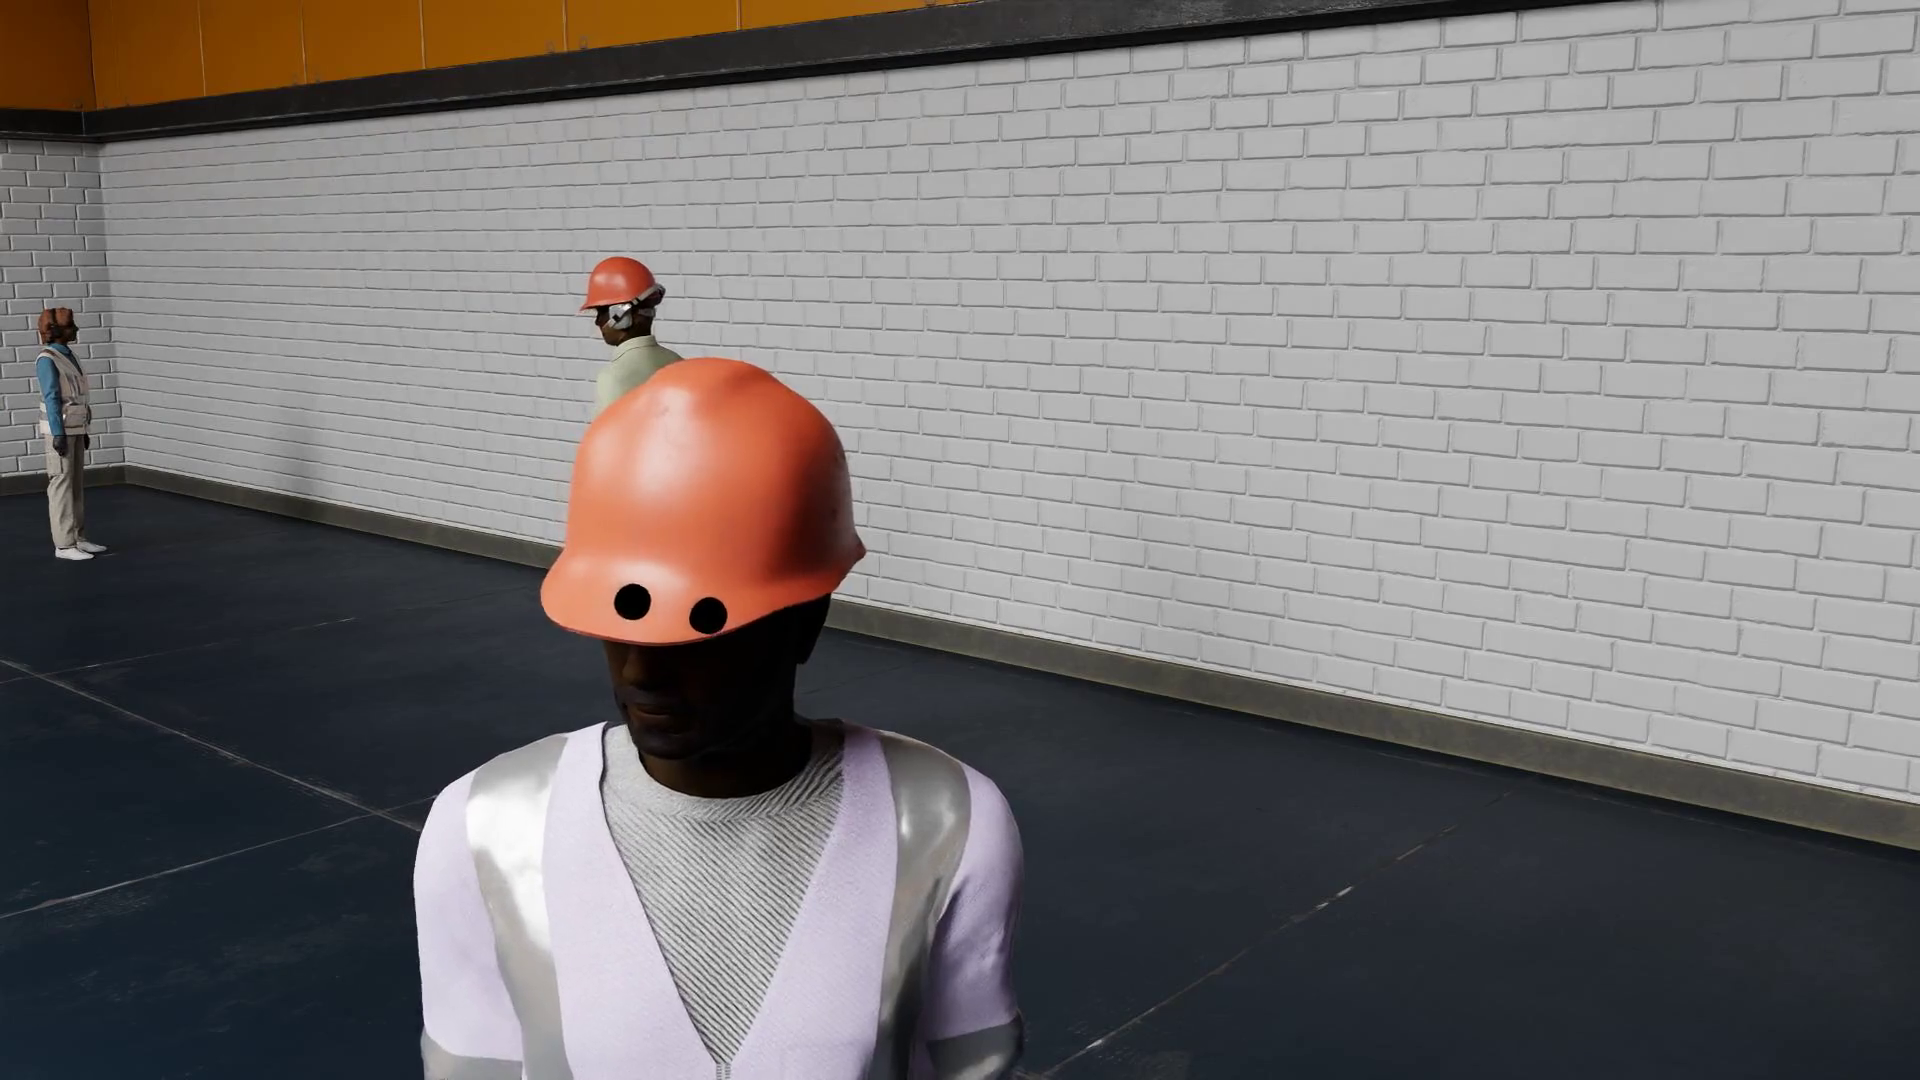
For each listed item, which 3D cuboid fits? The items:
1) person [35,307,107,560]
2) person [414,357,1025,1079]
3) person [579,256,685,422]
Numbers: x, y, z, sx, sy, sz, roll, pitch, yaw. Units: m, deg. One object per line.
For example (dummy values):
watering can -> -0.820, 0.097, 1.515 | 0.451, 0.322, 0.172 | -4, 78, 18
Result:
person -> -5.832, -0.693, 10.857 | 0.307, 1.645, 0.519 | -2, 10, -12
person -> -0.205, 0.801, 1.525 | 0.546, 1.934, 0.376 | -1, 10, -8
person -> -1.210, -0.059, 6.257 | 0.388, 1.991, 0.609 | 2, 10, 13
